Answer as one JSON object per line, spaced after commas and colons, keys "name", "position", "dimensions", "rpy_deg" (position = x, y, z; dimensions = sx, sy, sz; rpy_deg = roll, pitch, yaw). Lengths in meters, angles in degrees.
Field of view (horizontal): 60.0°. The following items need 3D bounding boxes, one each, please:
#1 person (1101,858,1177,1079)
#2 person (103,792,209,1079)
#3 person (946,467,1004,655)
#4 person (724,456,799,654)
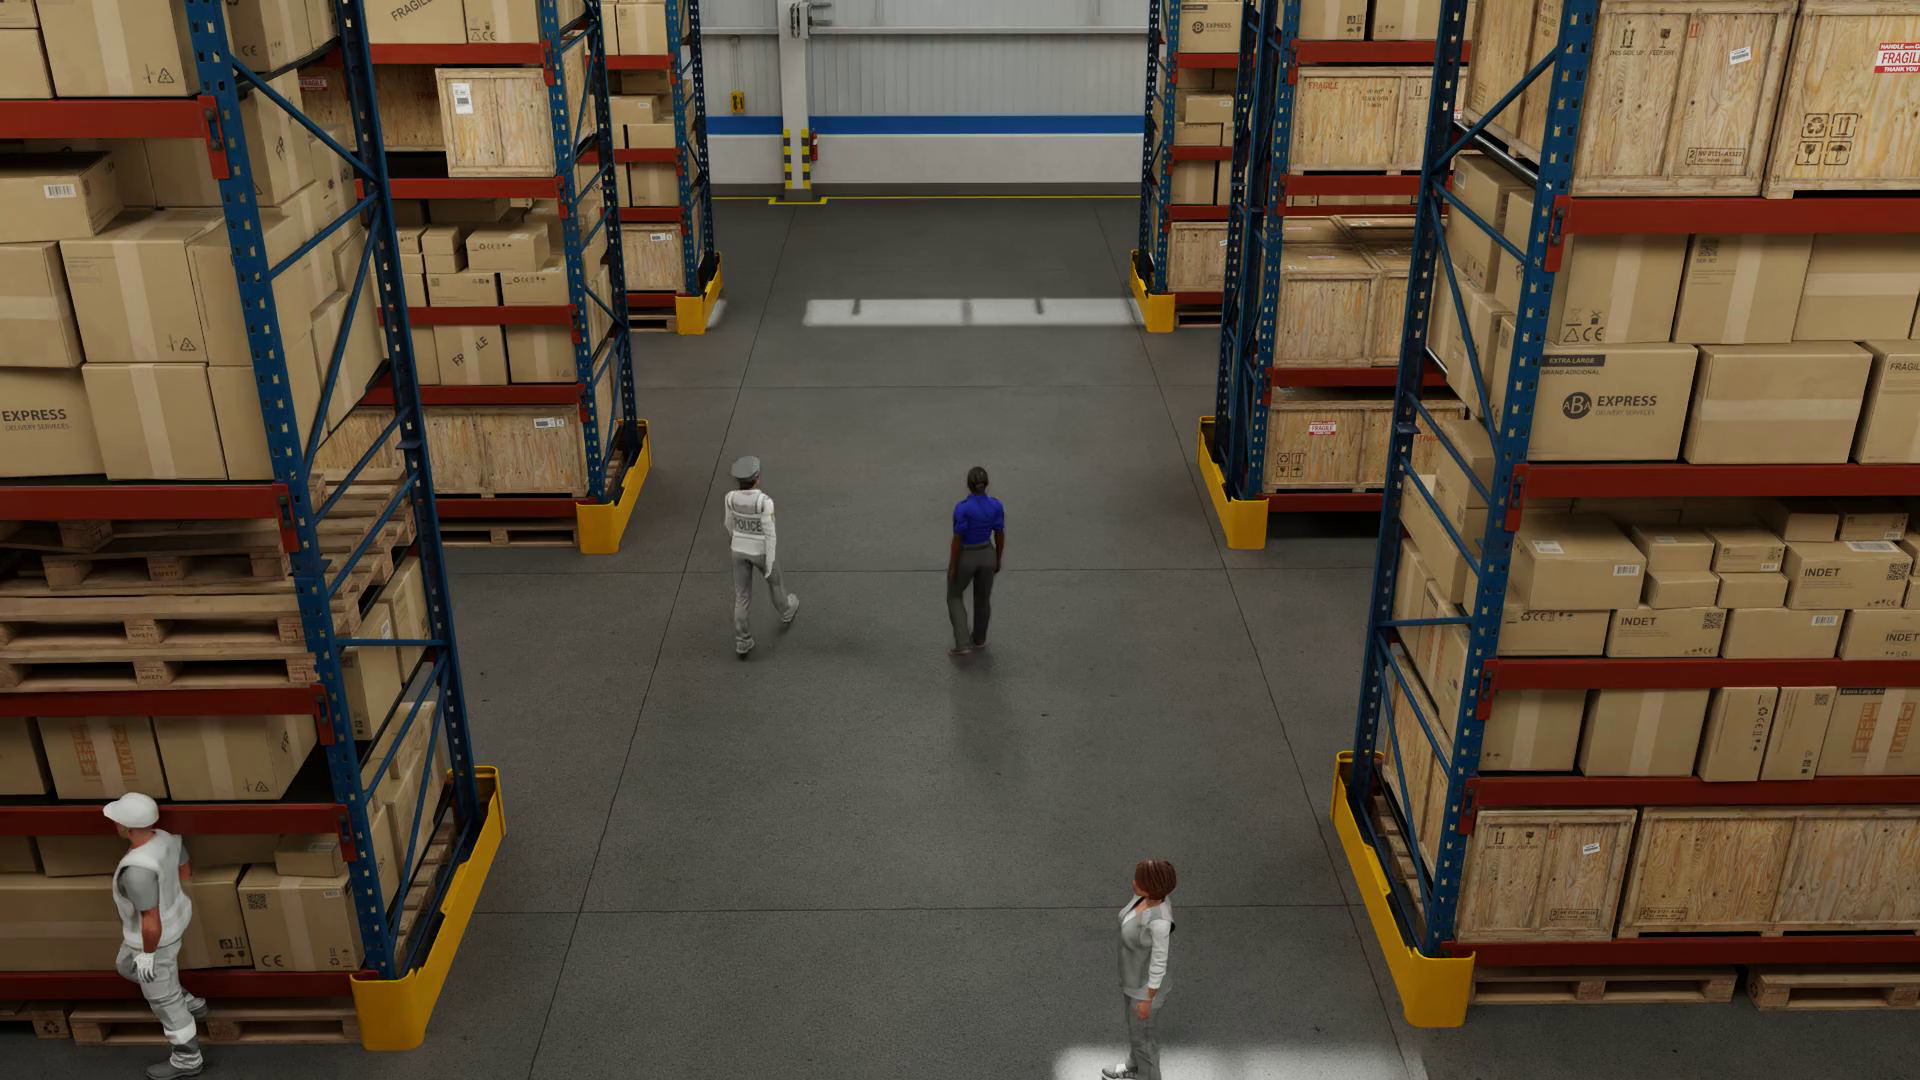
{"name": "person", "position": [0.977, 2.384, 8.973], "dimensions": [0.329, 1.601, 0.398], "rpy_deg": [-2, 25, -5]}
{"name": "person", "position": [-4.512, 2.170, 9.203], "dimensions": [0.497, 1.795, 0.548], "rpy_deg": [-1, 25, -3]}
{"name": "person", "position": [0.110, 0.155, 13.625], "dimensions": [0.472, 1.665, 0.470], "rpy_deg": [-9, 26, -18]}
{"name": "person", "position": [-1.691, 0.045, 13.857], "dimensions": [0.503, 1.659, 0.914], "rpy_deg": [6, 26, 13]}
